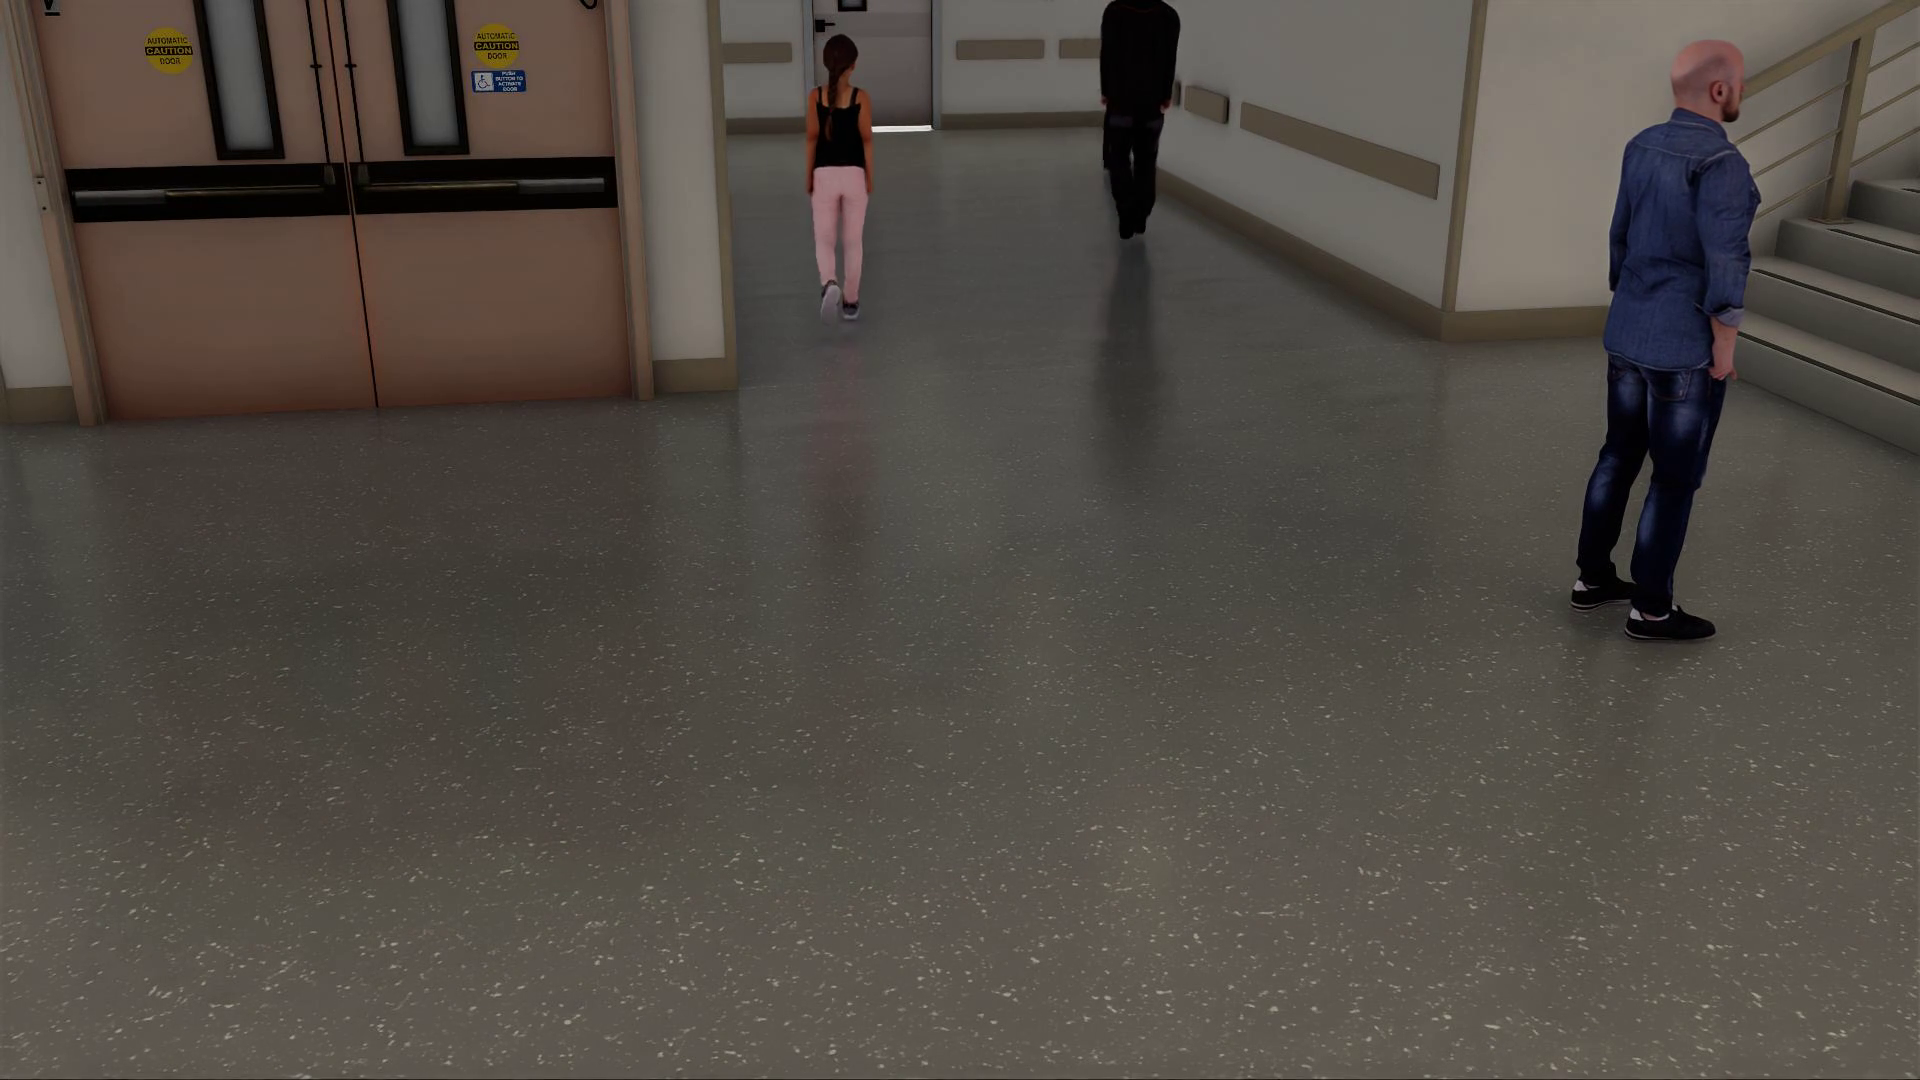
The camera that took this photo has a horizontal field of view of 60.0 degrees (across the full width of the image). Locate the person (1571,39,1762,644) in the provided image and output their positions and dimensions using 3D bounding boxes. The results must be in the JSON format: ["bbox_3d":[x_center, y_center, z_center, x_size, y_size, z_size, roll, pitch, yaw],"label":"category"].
[{"bbox_3d":[2.183,-0.593,5.116,0.617,1.826,0.734,-6,22,-16],"label":"person"}]

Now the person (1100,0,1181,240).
[{"bbox_3d":[1.200,-2.996,11.376,1.123,1.886,0.869,0,21,0],"label":"person"}]

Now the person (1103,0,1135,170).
[{"bbox_3d":[1.450,-4.155,14.487,1.094,1.850,0.949,-15,25,-34],"label":"person"}]

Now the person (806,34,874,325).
[{"bbox_3d":[-0.659,-1.918,9.012,0.823,1.545,0.654,-1,21,-1],"label":"person"}]
